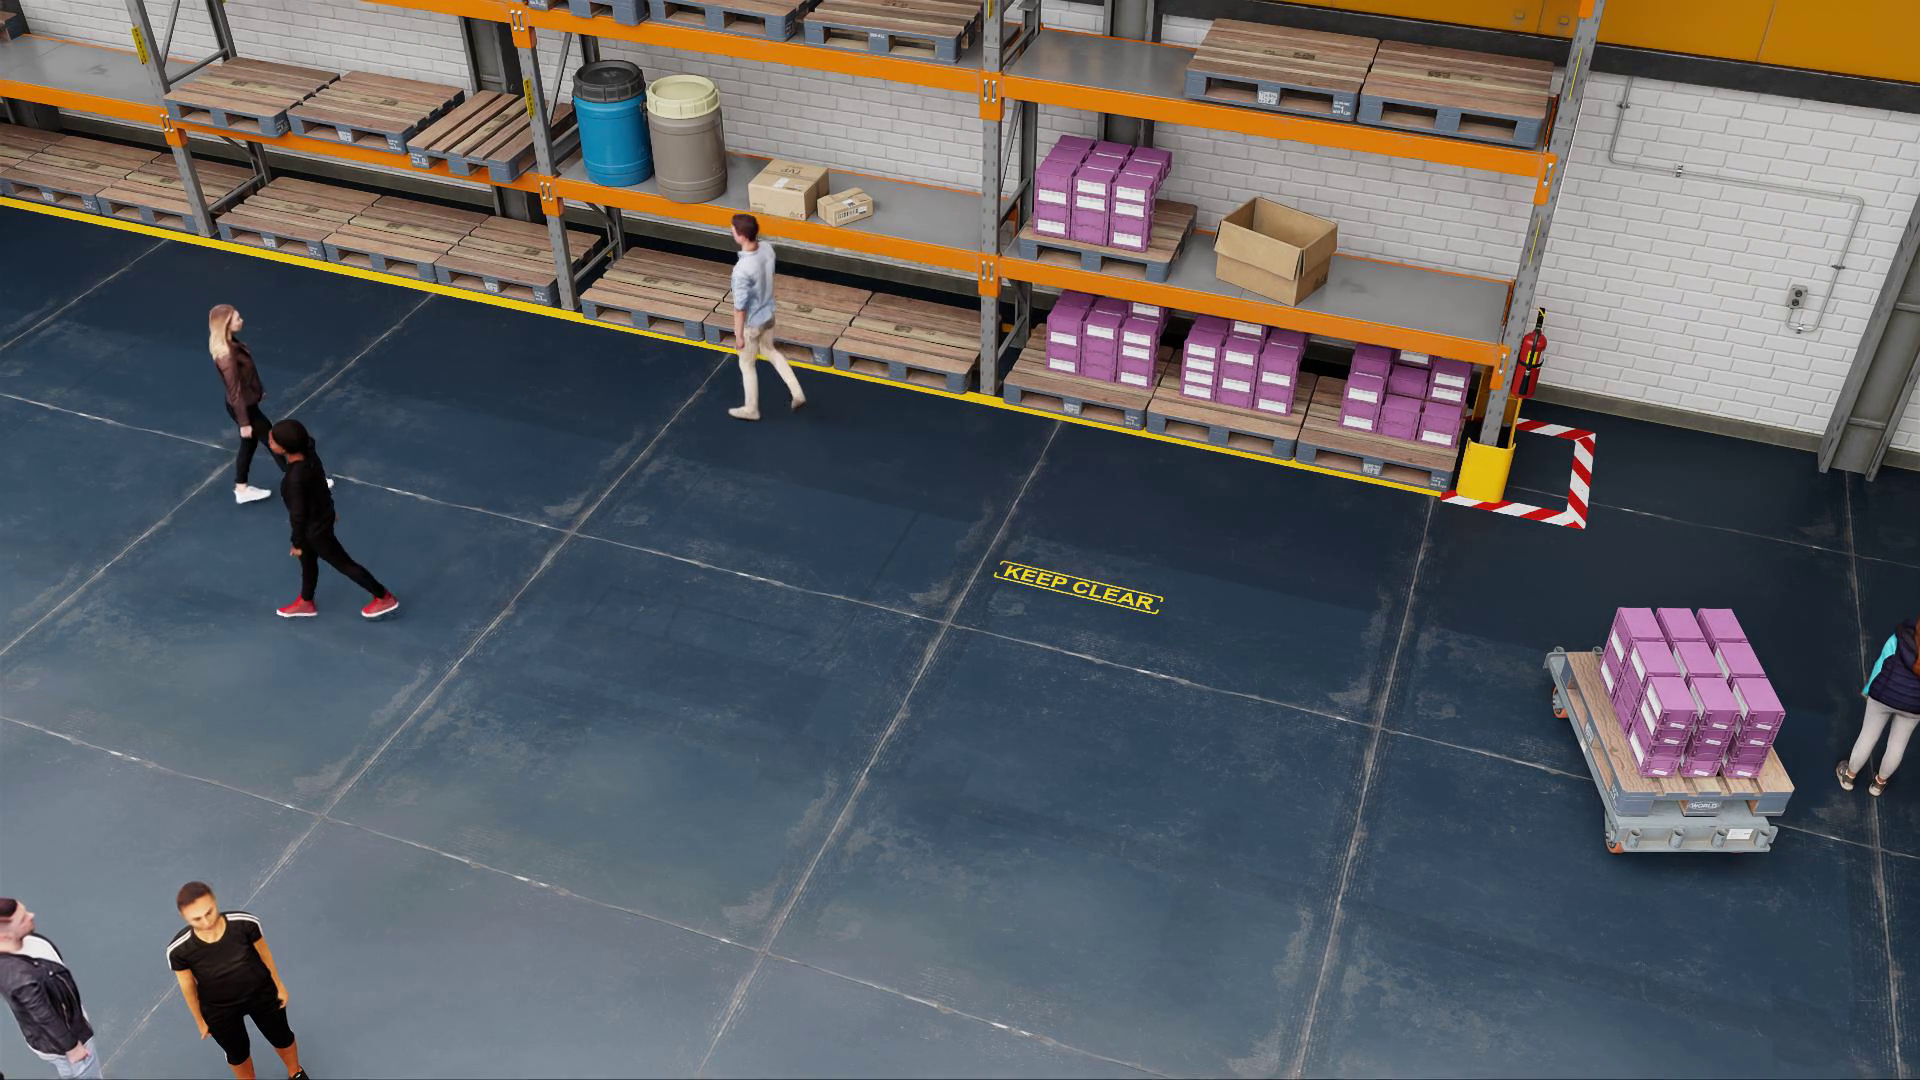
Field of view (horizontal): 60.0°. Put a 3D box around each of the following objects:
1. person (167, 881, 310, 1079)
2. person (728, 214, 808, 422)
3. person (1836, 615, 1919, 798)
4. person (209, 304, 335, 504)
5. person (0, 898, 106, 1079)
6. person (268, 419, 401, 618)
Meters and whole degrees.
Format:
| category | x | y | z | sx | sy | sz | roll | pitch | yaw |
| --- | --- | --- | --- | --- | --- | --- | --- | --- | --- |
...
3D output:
| category | x | y | z | sx | sy | sz | roll | pitch | yaw |
| --- | --- | --- | --- | --- | --- | --- | --- | --- | --- |
| person | -3.562 | 2.258 | 8.219 | 0.659 | 1.666 | 0.706 | -19 | 42 | -22 |
| person | -1.548 | -1.728 | 13.070 | 0.913 | 1.841 | 0.744 | 18 | 42 | 21 |
| person | 5.662 | 0.941 | 10.001 | 0.521 | 1.501 | 0.629 | 15 | 41 | 18 |
| person | -5.322 | -0.956 | 12.238 | 1.049 | 1.675 | 0.978 | -14 | 41 | -17 |
| person | -4.340 | 2.341 | 7.980 | 0.632 | 1.836 | 0.789 | 32 | 48 | 34 |
| person | -4.242 | -0.095 | 11.188 | 1.160 | 1.638 | 0.930 | -4 | 39 | -5 |
